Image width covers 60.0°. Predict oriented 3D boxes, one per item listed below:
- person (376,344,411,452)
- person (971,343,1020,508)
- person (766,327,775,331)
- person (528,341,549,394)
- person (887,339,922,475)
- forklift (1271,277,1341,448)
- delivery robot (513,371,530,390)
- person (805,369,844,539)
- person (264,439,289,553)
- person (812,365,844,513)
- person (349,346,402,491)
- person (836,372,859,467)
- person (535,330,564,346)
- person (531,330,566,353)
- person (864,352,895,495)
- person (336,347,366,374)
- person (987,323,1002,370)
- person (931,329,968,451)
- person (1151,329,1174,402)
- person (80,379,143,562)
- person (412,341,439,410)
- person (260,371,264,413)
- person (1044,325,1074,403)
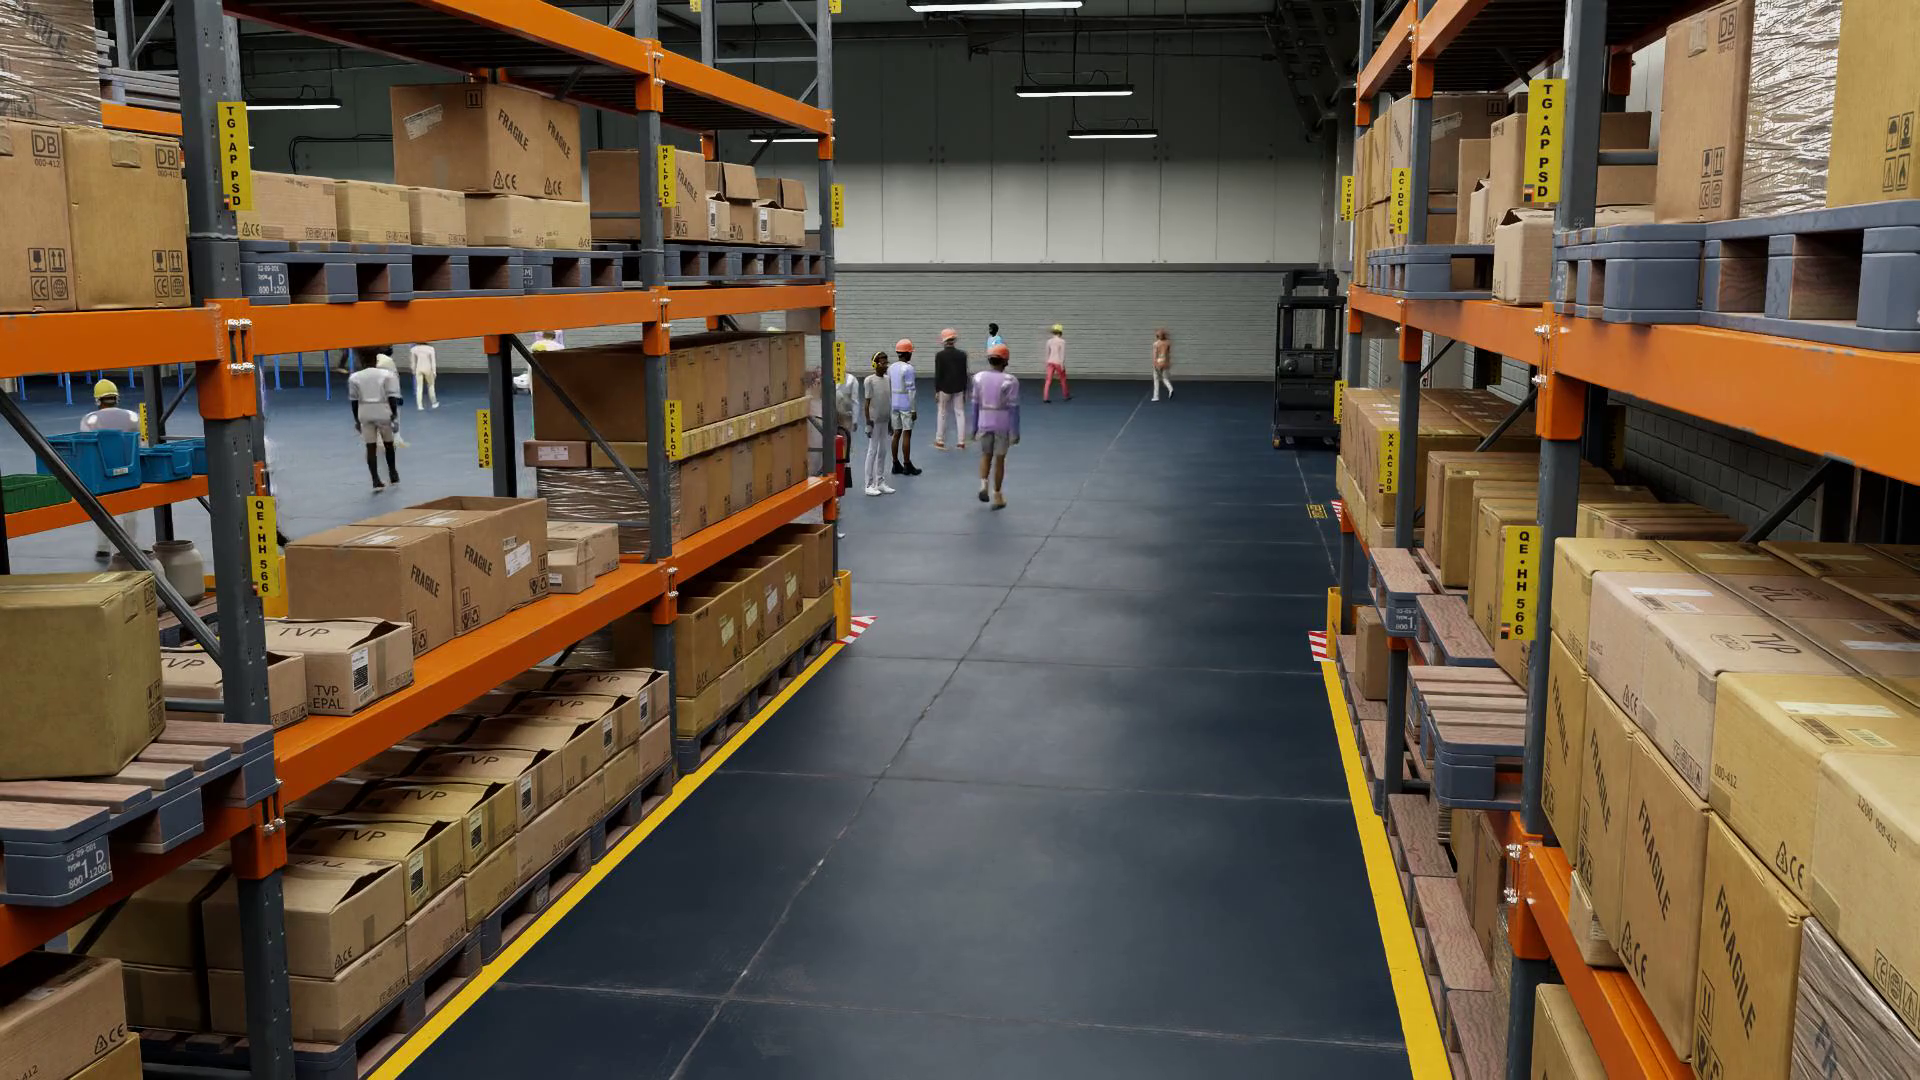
[{"bbox_3d":[-9.203,-2.350,26.997,0.771,1.812,0.647,-8,12,-39],"label":"person"},{"bbox_3d":[0.452,-1.415,20.585,0.641,2.023,0.446,4,10,23],"label":"person"},{"bbox_3d":[-3.969,-3.570,34.756,0.546,1.743,0.676,-8,12,-41],"label":"person"},{"bbox_3d":[-6.878,-2.384,27.359,0.525,1.772,0.307,7,12,38],"label":"person"},{"bbox_3d":[-0.804,-1.921,23.982,0.360,1.939,0.543,-8,12,-40],"label":"person"},{"bbox_3d":[5.847,-3.016,27.970,1.129,2.768,1.873,1,9,9],"label":"forklift"},{"bbox_3d":[-10.271,-3.748,39.343,0.477,0.478,0.707,-8,12,-40],"label":"delivery robot"},{"bbox_3d":[-1.688,-0.958,18.311,0.851,1.864,0.700,4,10,25],"label":"person"},{"bbox_3d":[-6.630,-0.455,15.765,0.536,1.671,0.786,9,13,43],"label":"person"},{"bbox_3d":[-1.615,-1.195,19.941,0.520,1.811,0.932,-5,10,-28],"label":"person"},{"bbox_3d":[-7.816,-1.642,22.306,0.635,1.919,0.914,-1,9,-7],"label":"person"},{"bbox_3d":[-1.685,-1.683,22.872,0.592,1.819,0.409,1,9,4],"label":"person"},{"bbox_3d":[-9.607,-4.332,38.954,0.650,1.904,0.401,-3,10,-17],"label":"person"},{"bbox_3d":[-7.421,-2.928,30.309,0.663,1.894,0.966,1,9,4],"label":"person"},{"bbox_3d":[-1.052,-1.533,21.801,0.309,1.868,0.535,7,11,36],"label":"person"},{"bbox_3d":[-17.290,-5.742,47.360,1.029,2.000,0.725,2,9,13],"label":"person"},{"bbox_3d":[0.793,-4.222,38.916,0.316,1.695,0.541,-5,11,-29],"label":"person"},{"bbox_3d":[-0.186,-2.461,27.301,0.646,1.961,0.732,-6,11,-31],"label":"person"},{"bbox_3d":[4.528,-3.900,37.148,0.521,1.621,0.504,-6,11,-35],"label":"person"},{"bbox_3d":[-8.578,-0.711,16.844,0.595,1.832,0.404,-9,13,-42],"label":"person"},{"bbox_3d":[-11.270,-3.541,35.038,0.521,1.591,0.779,0,9,0],"label":"person"},{"bbox_3d":[-9.969,-1.770,23.178,0.639,1.911,0.938,-1,9,-3],"label":"person"},{"bbox_3d":[2.158,-3.912,36.930,0.538,1.712,0.957,8,12,41],"label":"person"}]
